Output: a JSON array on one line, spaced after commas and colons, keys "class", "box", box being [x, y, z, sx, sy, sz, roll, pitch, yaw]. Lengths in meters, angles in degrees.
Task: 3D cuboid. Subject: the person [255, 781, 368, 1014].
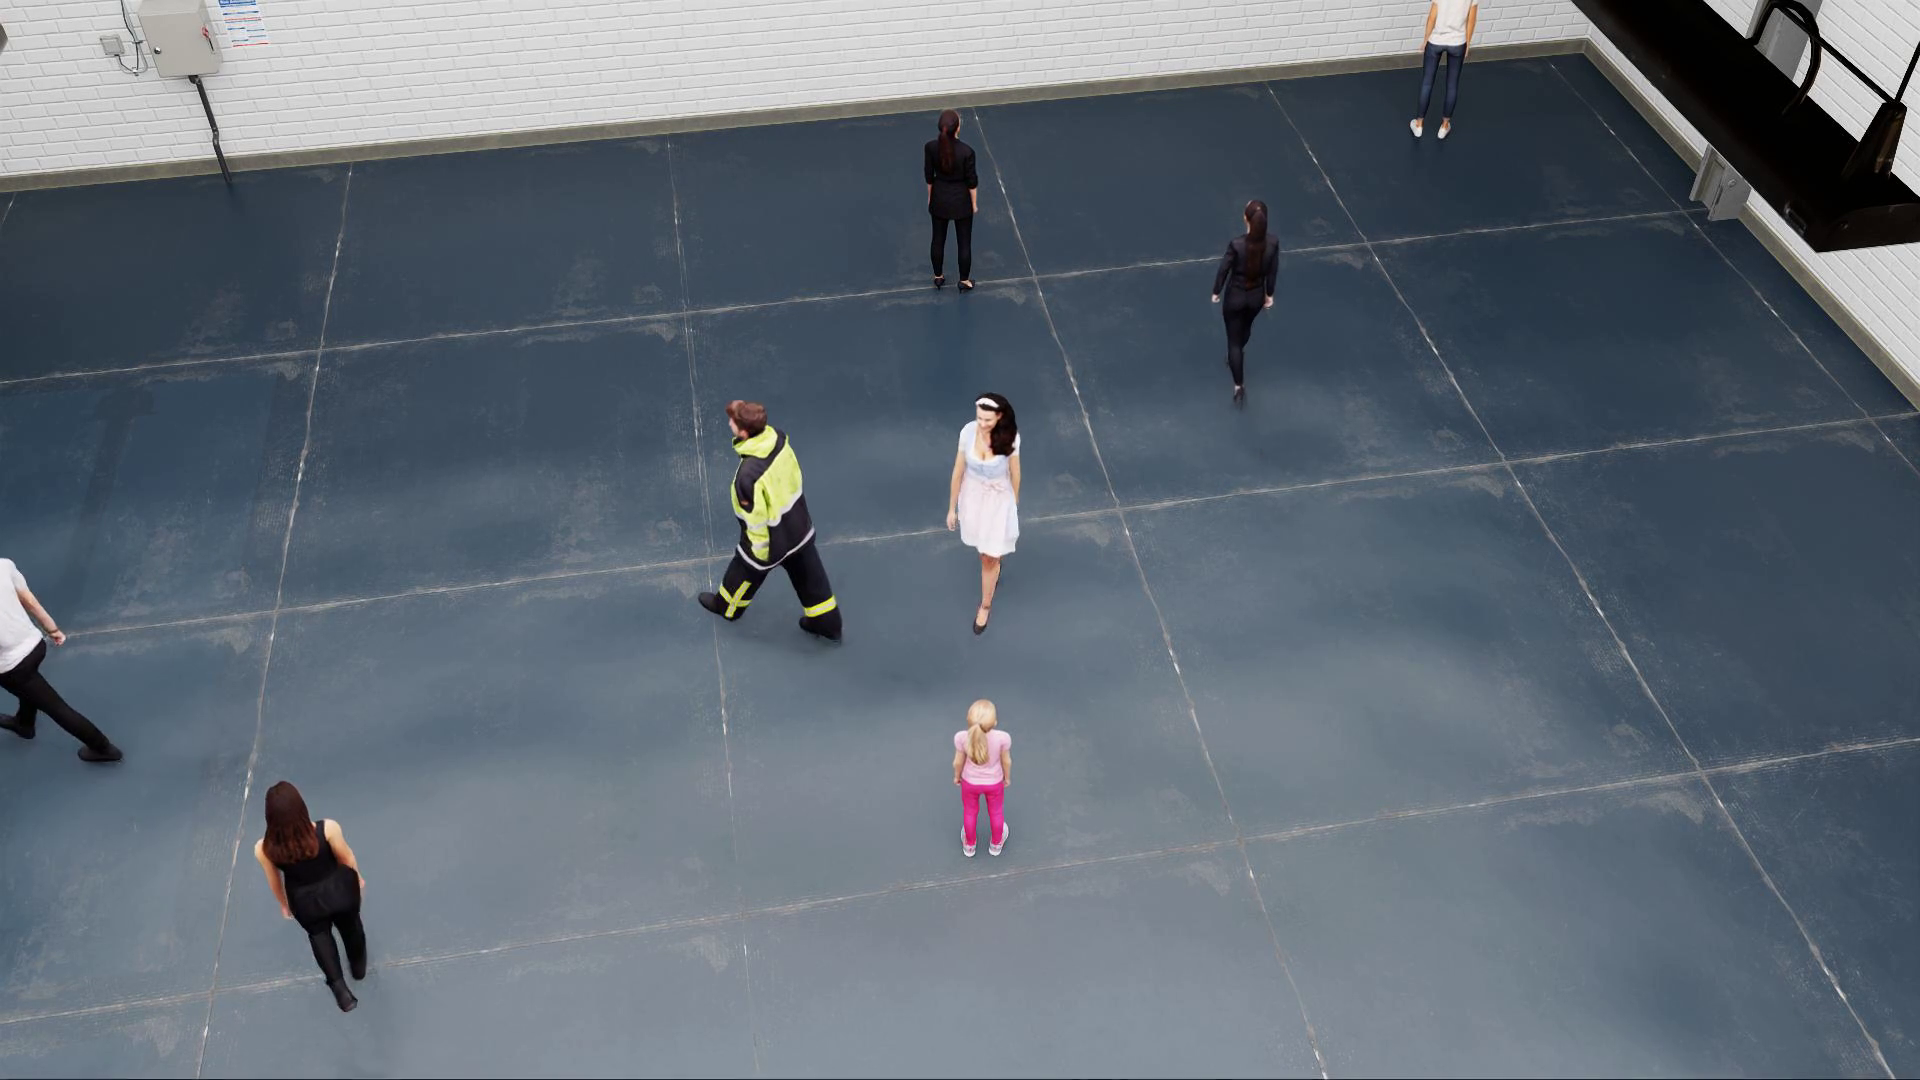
[{"class": "person", "box": [-3.330, 1.908, 8.717, 0.684, 1.677, 0.892, -15, 46, -16]}]

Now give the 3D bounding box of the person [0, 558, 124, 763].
[{"class": "person", "box": [-5.511, 0.716, 9.863, 1.059, 1.821, 1.204, 9, 44, 10]}]

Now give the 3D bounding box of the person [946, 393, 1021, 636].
[{"class": "person", "box": [0.198, -0.304, 10.959, 0.918, 1.788, 1.066, 14, 45, 14]}]

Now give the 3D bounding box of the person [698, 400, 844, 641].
[{"class": "person", "box": [-1.105, -0.064, 10.613, 1.266, 1.916, 1.318, 17, 46, 17]}]

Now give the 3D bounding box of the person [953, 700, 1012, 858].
[{"class": "person", "box": [0.131, 1.368, 9.579, 0.528, 1.271, 0.557, 3, 44, 3]}]

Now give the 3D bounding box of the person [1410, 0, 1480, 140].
[{"class": "person", "box": [4.519, -4.592, 15.444, 0.656, 1.809, 0.635, 9, 44, 9]}]

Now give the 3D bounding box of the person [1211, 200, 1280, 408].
[{"class": "person", "box": [2.160, -1.772, 12.573, 0.596, 1.686, 0.863, -6, 44, -6]}]

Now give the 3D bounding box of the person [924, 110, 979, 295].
[{"class": "person", "box": [-0.075, -2.758, 13.627, 0.689, 1.660, 0.708, 13, 45, 13]}]
